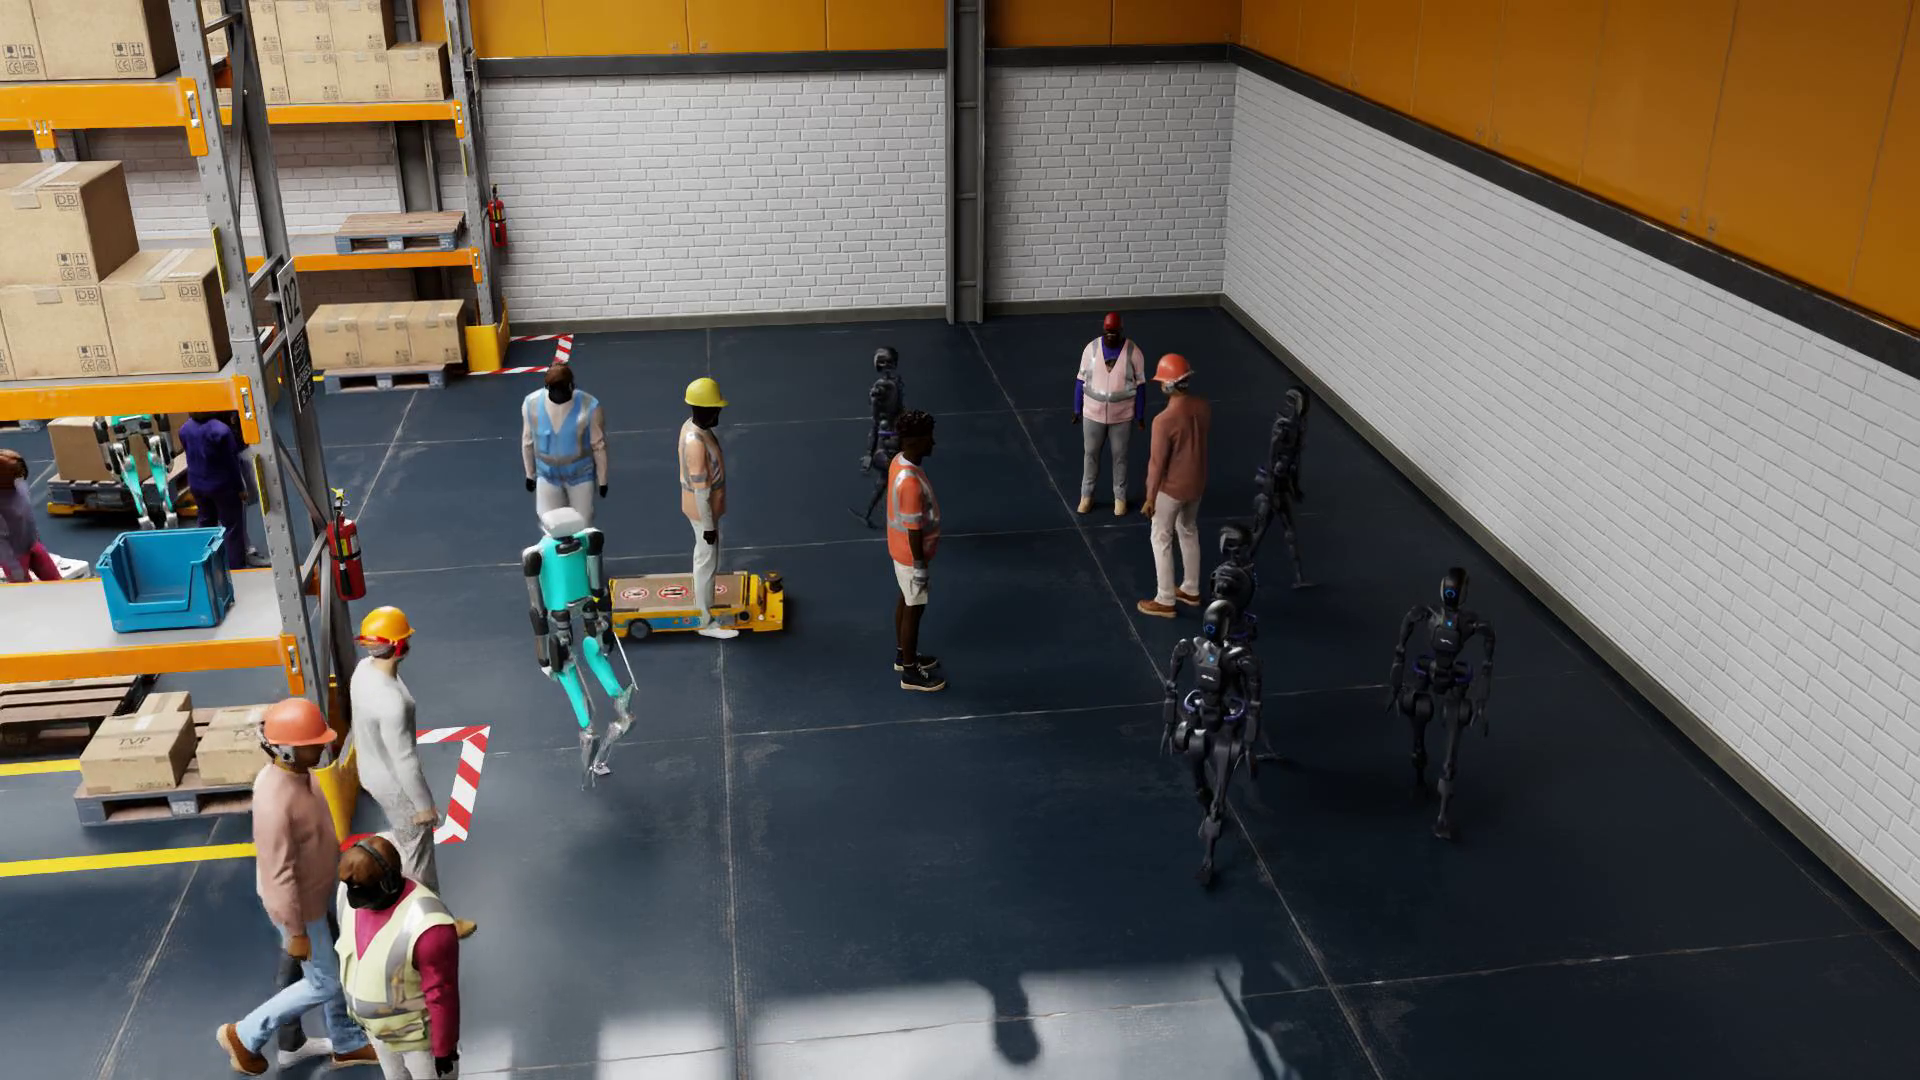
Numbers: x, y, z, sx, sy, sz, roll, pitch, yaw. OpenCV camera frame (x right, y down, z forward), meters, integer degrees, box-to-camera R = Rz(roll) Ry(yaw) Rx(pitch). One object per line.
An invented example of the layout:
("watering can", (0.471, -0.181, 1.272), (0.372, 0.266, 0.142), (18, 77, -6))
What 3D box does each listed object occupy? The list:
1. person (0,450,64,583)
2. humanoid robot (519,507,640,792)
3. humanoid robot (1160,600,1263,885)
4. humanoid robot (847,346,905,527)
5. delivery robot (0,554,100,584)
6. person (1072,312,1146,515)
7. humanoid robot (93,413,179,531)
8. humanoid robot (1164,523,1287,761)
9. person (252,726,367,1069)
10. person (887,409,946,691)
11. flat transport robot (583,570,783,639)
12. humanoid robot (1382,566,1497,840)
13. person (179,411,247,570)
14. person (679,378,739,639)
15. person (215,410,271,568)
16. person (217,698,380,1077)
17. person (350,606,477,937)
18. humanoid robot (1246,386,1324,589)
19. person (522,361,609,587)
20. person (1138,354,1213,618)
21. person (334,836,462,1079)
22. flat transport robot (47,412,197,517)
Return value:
("person", (-6.462, 0.102, 11.498), (0.399, 1.599, 0.548), (2, 24, 5))
("humanoid robot", (-2.211, 0.729, 9.994), (0.541, 1.851, 0.653), (-21, 31, -40))
("humanoid robot", (1.396, 1.073, 9.247), (0.590, 1.625, 0.778), (11, 26, 23))
("humanoid robot", (-0.637, -0.769, 13.449), (0.757, 1.628, 0.587), (9, 25, 20))
("delivery robot", (-6.776, 0.326, 12.304), (0.774, 0.599, 0.499), (7, 25, 15))
("person", (1.254, -1.058, 13.960), (0.613, 1.755, 0.419), (4, 24, 10))
("humanoid robot", (-6.352, -0.564, 12.917), (0.544, 1.810, 0.782), (-14, 27, -28))
("humanoid robot", (1.670, 0.647, 10.230), (0.771, 1.630, 0.590), (11, 26, 24))
("person", (-2.999, 1.629, 7.730), (0.669, 1.838, 0.549), (-15, 28, -30))
("person", (-0.302, 0.058, 11.154), (0.361, 1.964, 0.612), (-4, 24, -8))
("flat transport robot", (-2.029, 0.478, 12.307), (1.431, 0.231, 0.659), (-2, 24, -5))
("humanoid robot", (2.755, 0.914, 9.599), (0.611, 1.624, 0.770), (8, 25, 18))
("person", (-5.637, -0.406, 12.654), (0.465, 1.616, 0.379), (9, 25, 19))
("person", (-1.796, -0.232, 11.867), (0.366, 1.923, 0.592), (-4, 24, -8))
("person", (-5.720, -0.709, 12.954), (0.582, 1.919, 0.520), (6, 24, 14))
("person", (-3.061, 1.627, 7.582), (0.674, 1.968, 0.620), (-3, 24, -8))
("person", (-2.918, 1.226, 8.600), (0.459, 1.874, 0.656), (-13, 27, -27))
("humanoid robot", (2.435, -0.379, 12.536), (0.714, 1.623, 0.610), (15, 28, 31))
("person", (-2.960, -0.484, 12.560), (0.666, 1.827, 0.434), (1, 24, 3))
("person", (1.575, -0.405, 12.215), (0.629, 1.968, 0.443), (-20, 30, -37))
("person", (-2.304, 1.999, 6.918), (0.615, 1.830, 0.431), (16, 29, 33))
("flat transport robot", (-7.011, -0.422, 14.358), (1.431, 0.231, 0.659), (1, 24, 2))
